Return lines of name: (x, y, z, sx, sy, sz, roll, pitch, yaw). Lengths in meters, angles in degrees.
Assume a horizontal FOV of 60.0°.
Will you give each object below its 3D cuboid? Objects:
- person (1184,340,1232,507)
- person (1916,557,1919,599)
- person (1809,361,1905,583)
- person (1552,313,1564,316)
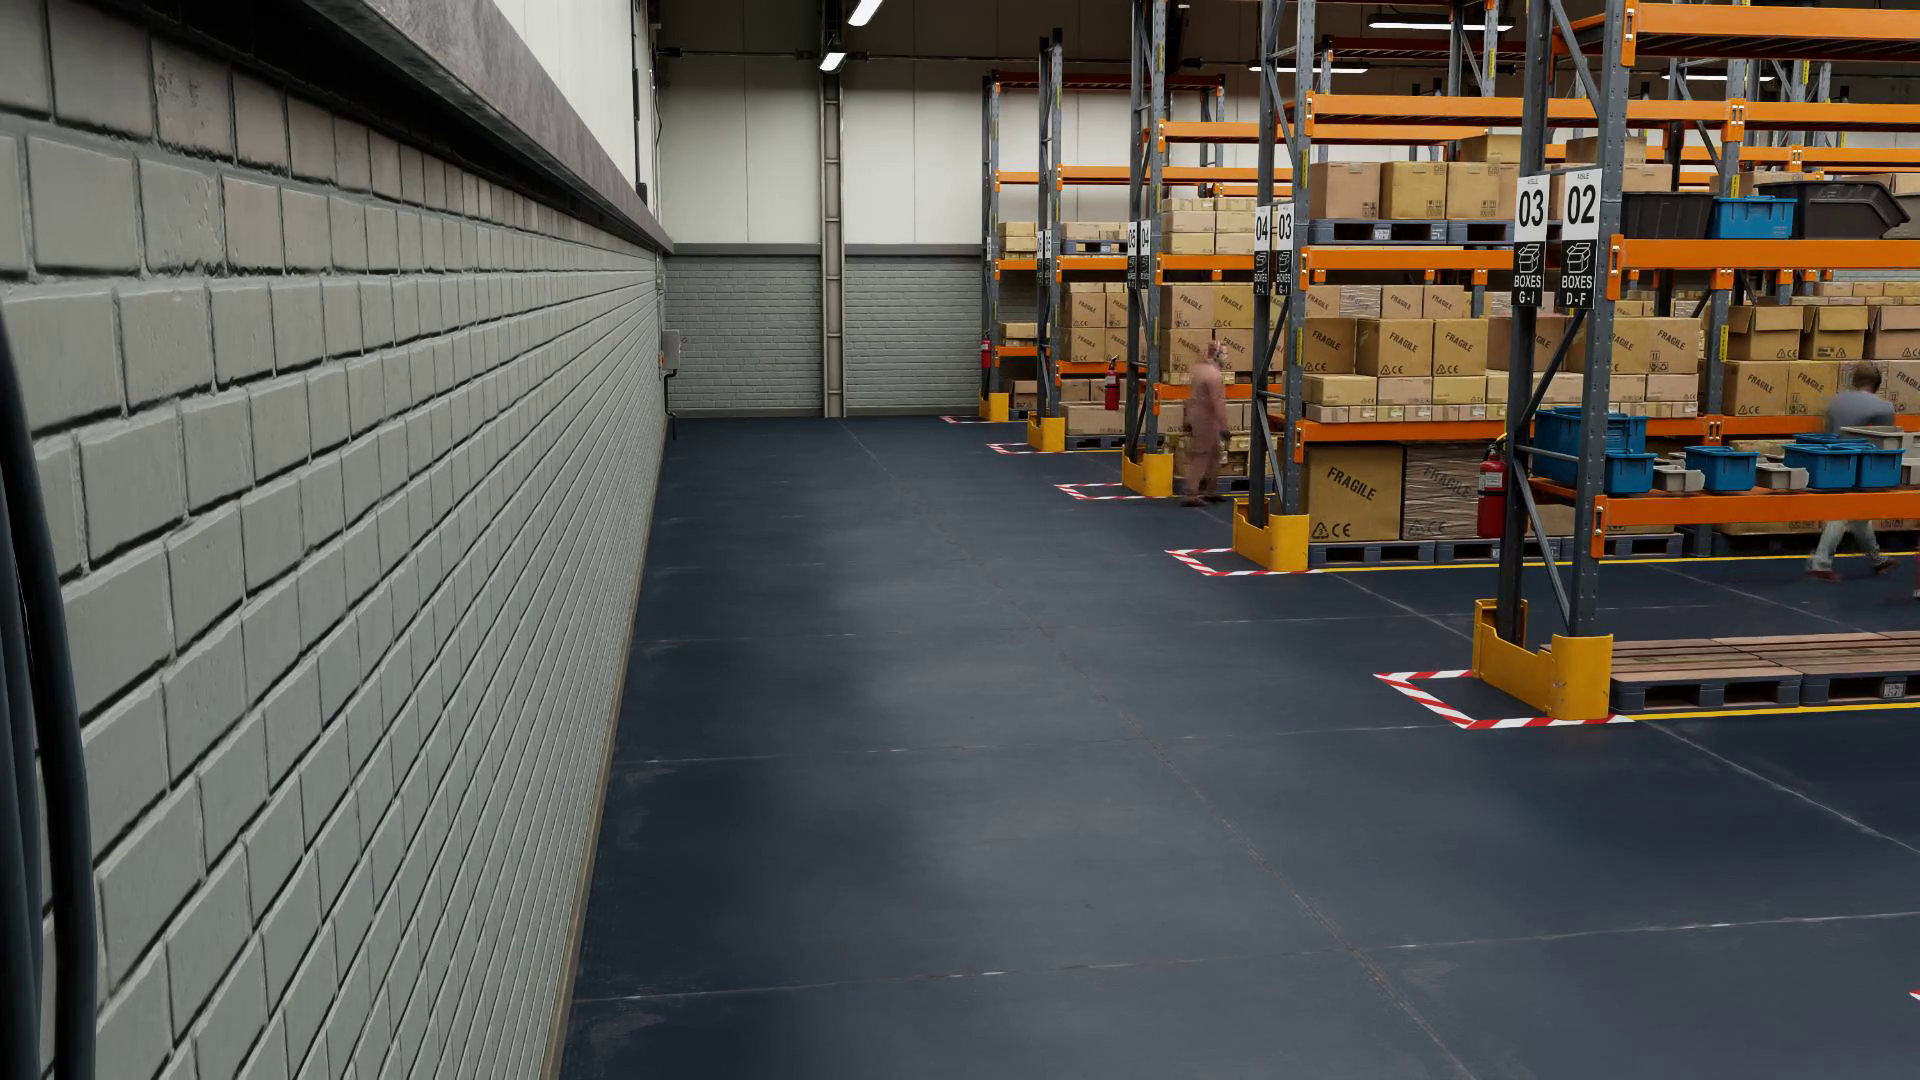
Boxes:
person: (2.850, -1.305, 18.715, 0.761, 1.874, 0.723, -1, 9, -7)
person: (7.923, -0.366, 13.294, 0.398, 1.753, 0.539, -2, 9, -13)
person: (7.694, -0.571, 14.137, 1.031, 1.876, 0.647, -2, 9, -11)
person: (8.647, -2.275, 24.214, 0.585, 2.023, 0.648, 0, 9, 0)
